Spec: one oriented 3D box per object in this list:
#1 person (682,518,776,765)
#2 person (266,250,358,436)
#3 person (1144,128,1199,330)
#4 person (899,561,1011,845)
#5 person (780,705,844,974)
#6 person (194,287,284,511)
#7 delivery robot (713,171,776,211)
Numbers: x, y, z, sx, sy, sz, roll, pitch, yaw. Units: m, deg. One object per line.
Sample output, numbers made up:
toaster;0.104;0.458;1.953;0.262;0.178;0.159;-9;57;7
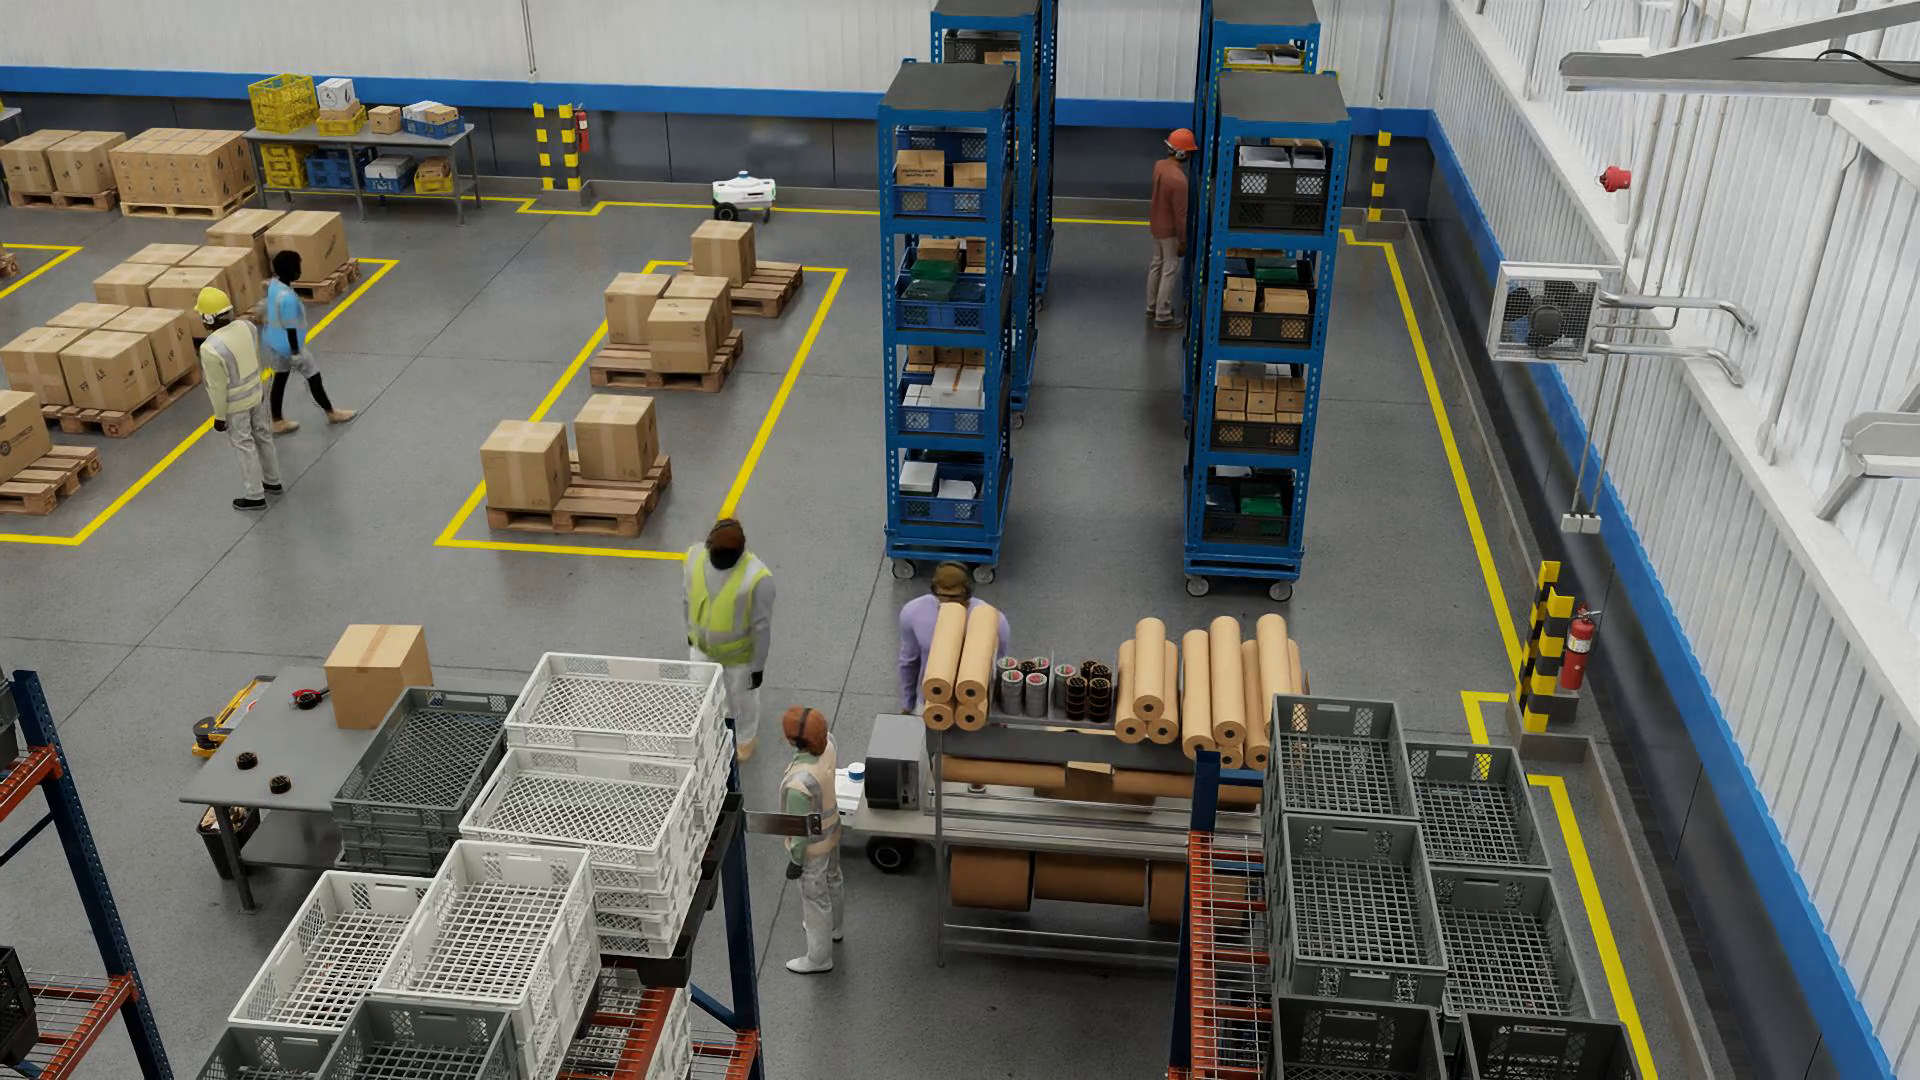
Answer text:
person;-1.397;0.648;10.020;0.665;1.808;0.589;11;32;18
person;-5.649;-1.697;14.186;0.787;1.638;0.611;-21;36;-32
person;2.051;-3.012;16.137;0.410;1.980;0.625;-10;32;-16
person;-0.033;0.928;9.420;0.635;1.928;0.368;7;31;12
person;-0.764;1.543;8.640;0.307;1.644;0.514;7;31;11
person;-5.661;-1.108;13.007;0.403;1.833;0.591;6;31;10
delivery robot;-2.481;-4.005;19.154;0.707;0.478;0.477;-5;31;-8
